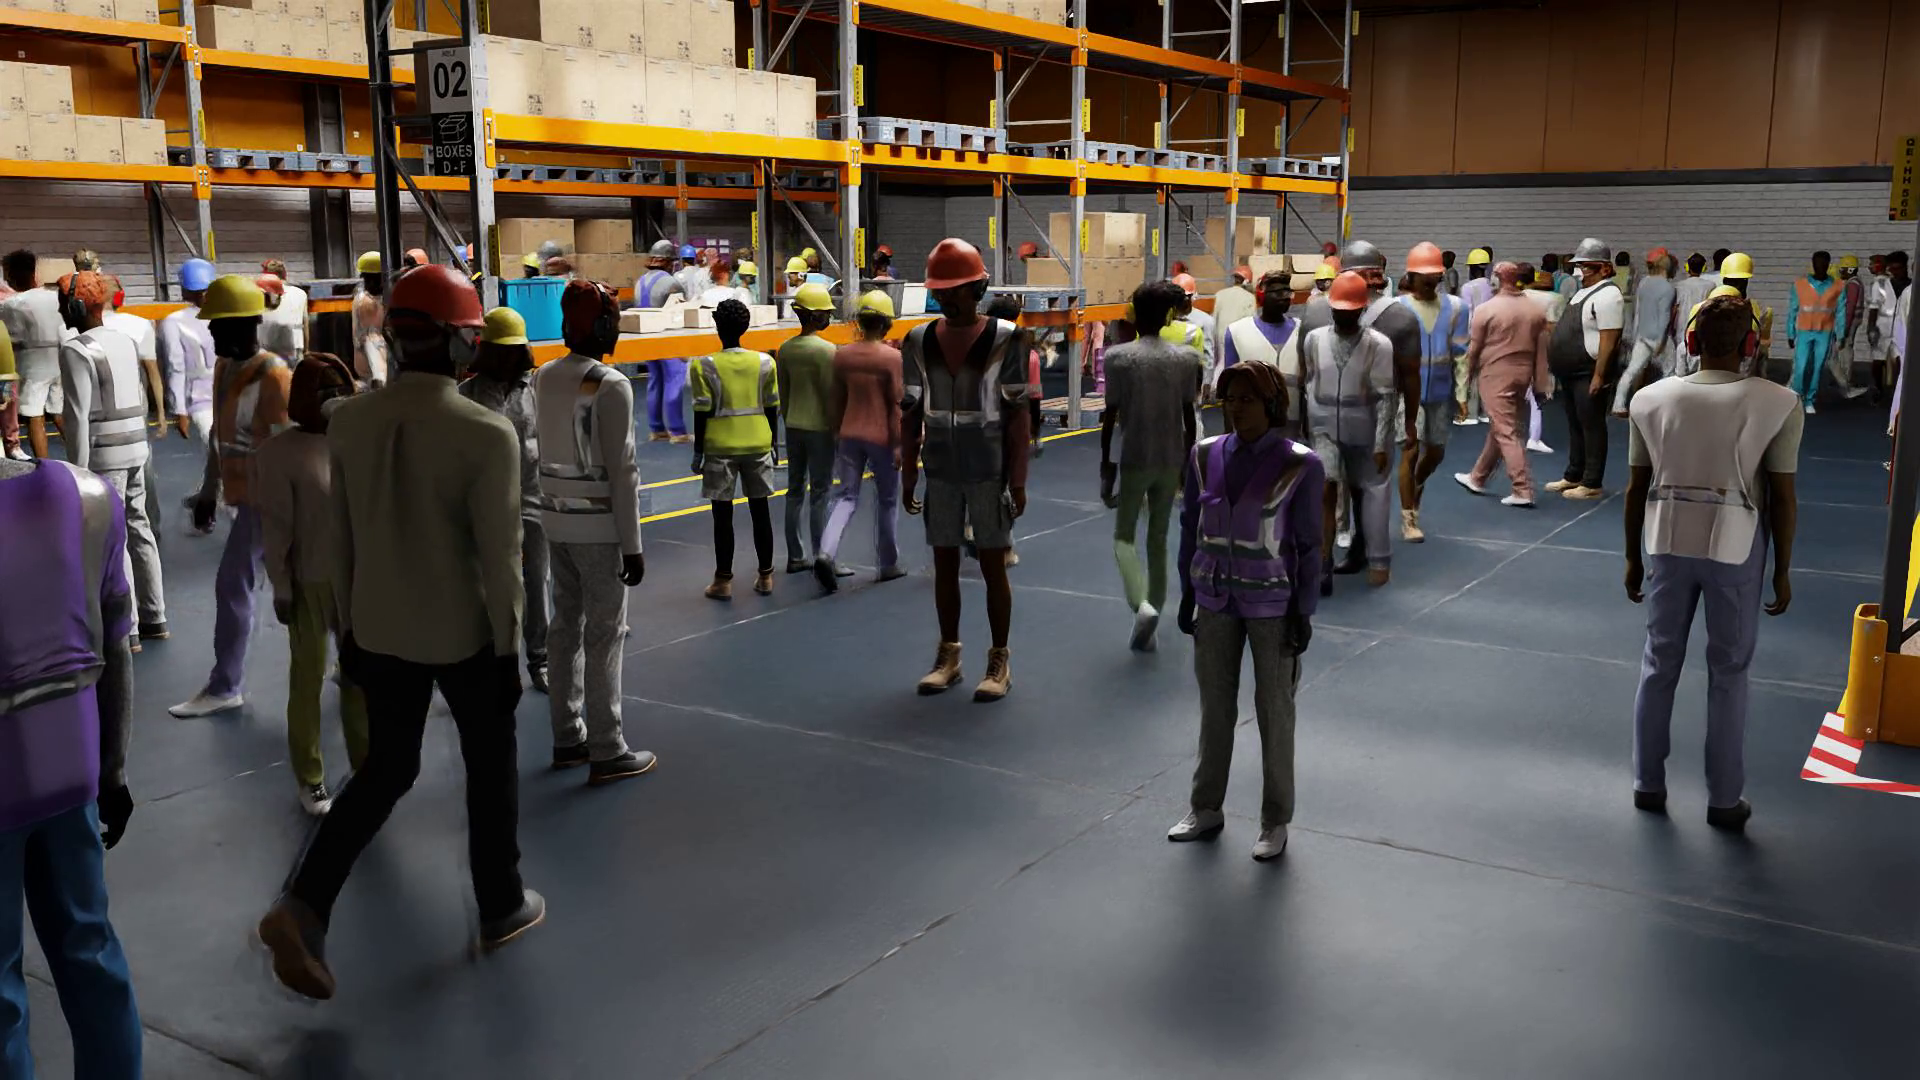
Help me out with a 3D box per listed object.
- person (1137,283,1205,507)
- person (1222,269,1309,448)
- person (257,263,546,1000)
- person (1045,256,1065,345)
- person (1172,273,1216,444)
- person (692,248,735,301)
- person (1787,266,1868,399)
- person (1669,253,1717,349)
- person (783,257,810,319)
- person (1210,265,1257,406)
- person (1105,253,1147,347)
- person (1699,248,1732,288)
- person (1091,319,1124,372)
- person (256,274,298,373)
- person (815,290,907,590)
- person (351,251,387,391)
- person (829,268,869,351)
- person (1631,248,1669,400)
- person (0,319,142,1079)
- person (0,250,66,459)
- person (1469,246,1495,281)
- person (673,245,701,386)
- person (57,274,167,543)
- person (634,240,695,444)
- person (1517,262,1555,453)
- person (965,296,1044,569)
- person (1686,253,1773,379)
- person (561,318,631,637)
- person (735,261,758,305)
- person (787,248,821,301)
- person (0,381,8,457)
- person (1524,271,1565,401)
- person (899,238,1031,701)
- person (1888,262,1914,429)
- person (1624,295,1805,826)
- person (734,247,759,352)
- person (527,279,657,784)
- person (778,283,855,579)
[{"bbox_3d":[1.592,-1.089,12.623,0.532,1.696,0.319,2,10,12],"label":"person"},{"bbox_3d":[1.849,-0.696,10.010,0.570,1.849,0.381,-2,10,-10],"label":"person"},{"bbox_3d":[-1.484,0.251,4.470,0.637,1.966,0.880,3,11,17],"label":"person"},{"bbox_3d":[1.793,-4.618,32.106,0.613,1.727,0.419,-9,14,-41],"label":"person"},{"bbox_3d":[1.877,-1.380,14.102,0.569,1.744,0.350,7,13,35],"label":"person"},{"bbox_3d":[-3.436,-3.083,23.085,0.645,1.907,0.400,-7,13,-36],"label":"person"},{"bbox_3d":[11.036,-2.623,21.145,0.941,1.685,0.496,2,10,12],"label":"person"},{"bbox_3d":[8.656,-2.454,19.705,0.526,1.871,0.324,2,11,13],"label":"person"},{"bbox_3d":[-1.867,-2.392,19.504,0.404,1.824,0.585,-3,11,-16],"label":"person"},{"bbox_3d":[3.270,-2.430,19.954,0.606,1.724,0.498,8,13,36],"label":"person"},{"bbox_3d":[2.546,-3.550,25.302,0.719,2.000,0.701,6,12,30],"label":"person"},{"bbox_3d":[9.413,-2.673,20.786,0.371,1.915,0.597,-4,11,-19],"label":"person"},{"bbox_3d":[2.222,-3.420,25.060,0.569,1.877,0.351,5,11,26],"label":"person"},{"bbox_3d":[-5.760,-1.352,13.945,0.590,1.737,0.374,5,11,26],"label":"person"},{"bbox_3d":[-0.569,-0.574,9.644,0.540,1.734,0.770,5,11,26],"label":"person"},{"bbox_3d":[-4.821,-1.413,13.771,0.366,1.926,0.594,-3,11,-17],"label":"person"},{"bbox_3d":[-1.135,-2.182,18.101,0.598,1.908,0.402,-5,11,-24],"label":"person"},{"bbox_3d":[8.085,-2.440,19.471,0.386,1.929,0.543,5,11,24],"label":"person"},{"bbox_3d":[-1.888,0.484,3.256,0.363,1.930,0.588,5,11,24],"label":"person"},{"bbox_3d":[-7.391,-1.337,13.362,0.419,1.931,0.630,4,11,20],"label":"person"},{"bbox_3d":[8.377,-3.717,26.539,0.625,1.933,0.374,-2,10,-13],"label":"person"},{"bbox_3d":[-3.739,-3.110,23.115,0.604,1.949,0.389,-9,13,-40],"label":"person"},{"bbox_3d":[-5.487,-0.816,10.813,0.587,1.805,0.741,-4,11,-23],"label":"person"},{"bbox_3d":[-2.919,-1.990,16.658,0.536,2.000,0.686,-10,14,-43],"label":"person"},{"bbox_3d":[5.480,-1.756,16.021,0.586,1.822,0.799,5,11,24],"label":"person"},{"bbox_3d":[0.243,-0.651,10.208,0.550,1.679,0.404,5,11,27],"label":"person"},{"bbox_3d":[5.552,-1.101,12.045,0.584,1.928,0.367,1,10,4],"label":"person"},{"bbox_3d":[-1.911,-0.343,8.495,0.319,1.693,0.532,-6,12,-29],"label":"person"},{"bbox_3d":[-2.678,-2.607,20.866,0.360,1.757,0.525,5,11,24],"label":"person"},{"bbox_3d":[-2.101,-3.168,23.562,0.622,1.893,0.828,3,11,18],"label":"person"},{"bbox_3d":[-7.733,-1.177,12.996,0.354,1.739,0.570,9,13,40],"label":"person"},{"bbox_3d":[7.361,-2.575,21.025,0.507,1.632,0.264,1,10,8],"label":"person"},{"bbox_3d":[0.005,-0.300,7.343,0.612,2.029,0.407,4,11,21],"label":"person"},{"bbox_3d":[10.101,-2.068,17.668,0.339,1.834,0.523,6,12,30],"label":"person"},{"bbox_3d":[2.583,0.077,5.782,0.560,1.836,0.394,8,13,38],"label":"person"},{"bbox_3d":[-2.964,-3.163,23.475,0.629,1.930,0.361,9,14,42],"label":"person"},{"bbox_3d":[-1.384,-0.026,6.234,0.576,1.880,0.351,10,14,43],"label":"person"},{"bbox_3d":[-0.878,-0.654,10.015,0.315,1.770,0.524,-10,14,-43],"label":"person"}]
